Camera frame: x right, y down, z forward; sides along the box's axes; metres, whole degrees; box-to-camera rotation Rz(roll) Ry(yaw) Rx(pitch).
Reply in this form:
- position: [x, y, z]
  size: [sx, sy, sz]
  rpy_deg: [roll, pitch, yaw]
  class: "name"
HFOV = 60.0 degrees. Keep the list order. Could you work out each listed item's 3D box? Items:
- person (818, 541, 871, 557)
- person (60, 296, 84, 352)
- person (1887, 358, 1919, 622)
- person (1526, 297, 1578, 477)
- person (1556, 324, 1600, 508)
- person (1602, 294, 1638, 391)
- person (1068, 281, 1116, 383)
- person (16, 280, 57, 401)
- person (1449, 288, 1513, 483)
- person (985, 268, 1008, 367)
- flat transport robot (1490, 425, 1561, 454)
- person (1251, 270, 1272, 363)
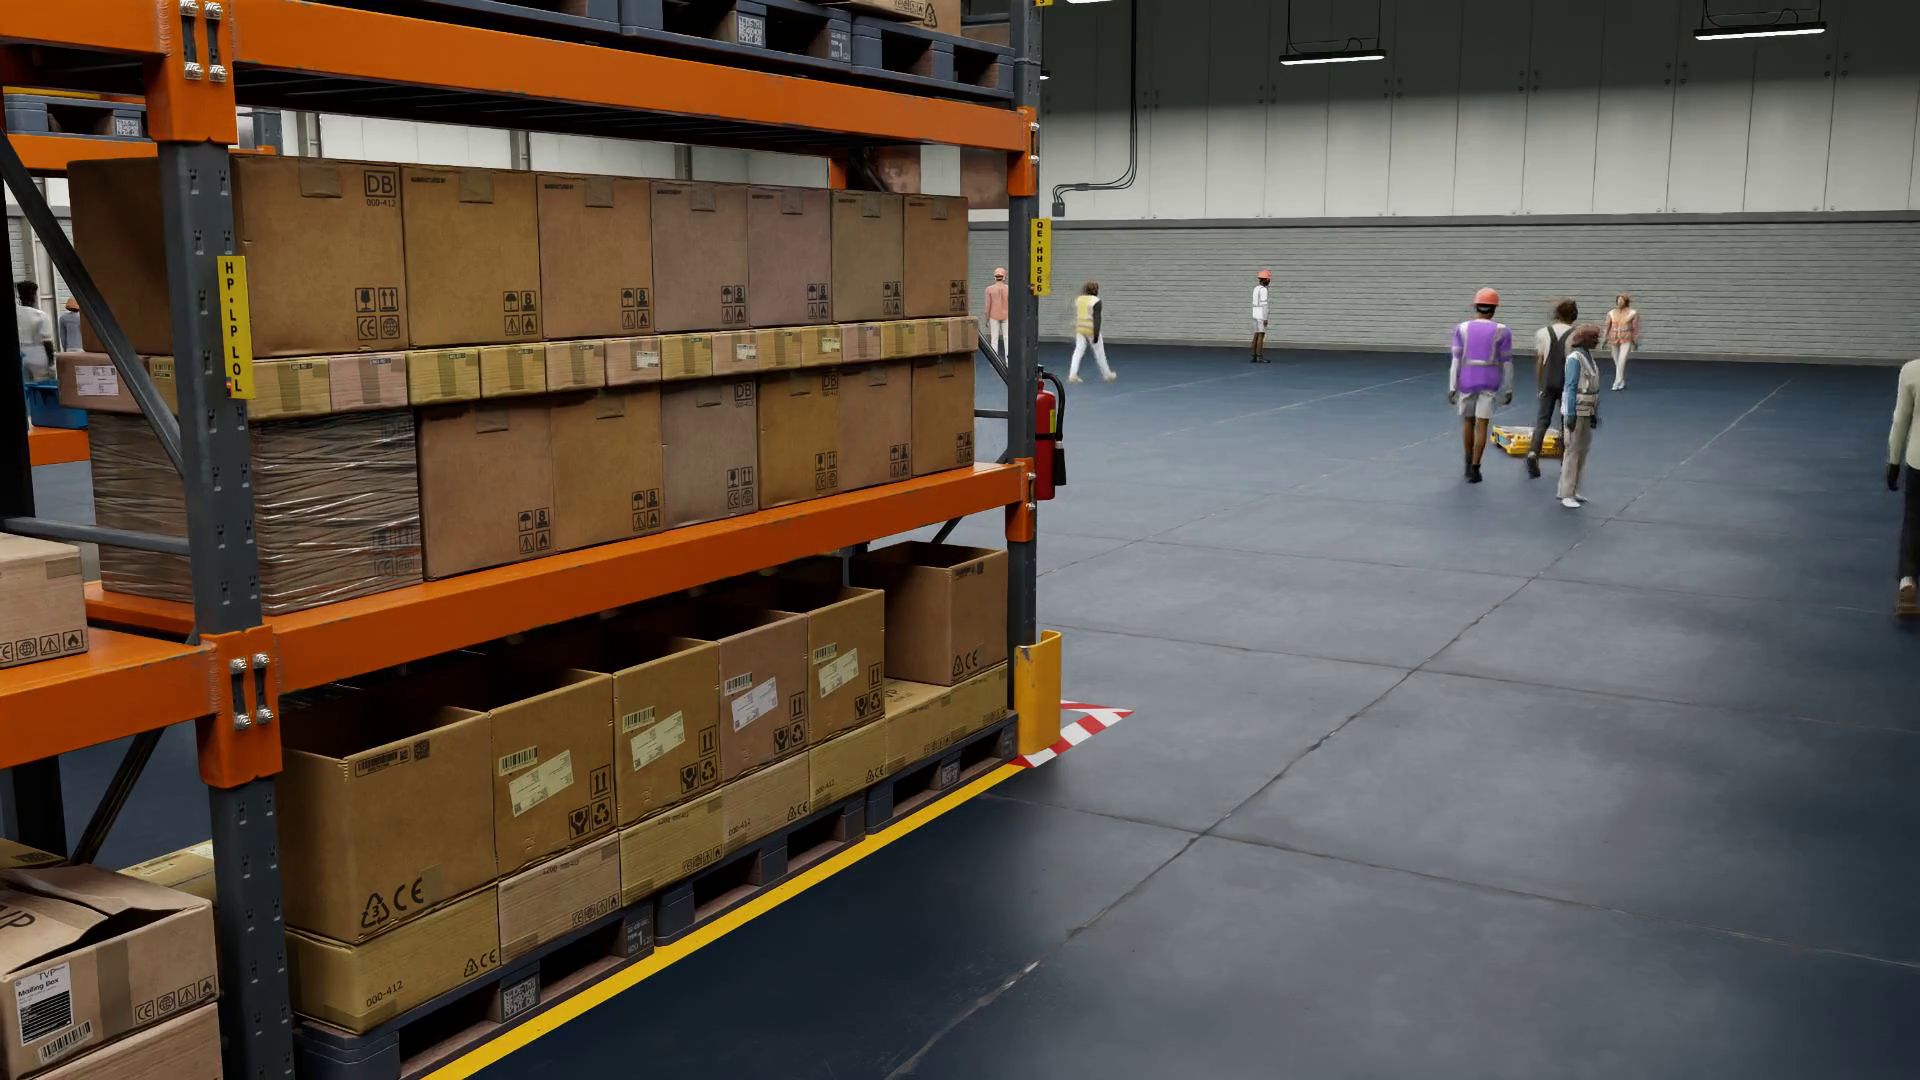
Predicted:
- position: [-0.662, -0.122, 9.148]
  size: [0.858, 1.588, 0.546]
  rpy_deg: [-4, 11, -24]
  class: "person"
- position: [-13.344, -2.876, 25.169]
  size: [0.506, 1.632, 0.268]
  rpy_deg: [2, 10, 9]
  class: "person"
- position: [5.973, -0.469, 10.110]
  size: [0.622, 1.965, 0.873]
  rpy_deg: [7, 12, 37]
  class: "person"
- position: [6.035, -1.539, 16.797]
  size: [0.514, 1.823, 0.847]
  rpy_deg: [7, 12, 36]
  class: "person"
- position: [5.510, -1.108, 14.861]
  size: [0.348, 1.621, 0.601]
  rpy_deg: [8, 12, 38]
  class: "person"
- position: [11.024, -3.297, 27.716]
  size: [0.529, 1.602, 0.819]
  rpy_deg: [8, 13, 40]
  class: "person"
- position: [2.307, -3.649, 29.253]
  size: [1.004, 1.790, 0.631]
  rpy_deg: [-8, 13, -39]
  class: "person"
- position: [-11.239, -2.159, 20.057]
  size: [0.618, 1.947, 0.652]
  rpy_deg: [0, 10, 2]
  class: "person"
- position: [5.225, -1.549, 16.599]
  size: [0.579, 1.898, 0.897]
  rpy_deg: [5, 11, 27]
  class: "person"
- position: [0.805, -4.467, 33.433]
  size: [0.614, 1.990, 0.392]
  rpy_deg: [0, 10, -3]
  class: "person"
- position: [6.536, -1.156, 19.078]
  size: [0.652, 0.197, 1.431]
  rpy_deg: [2, 10, 9]
  class: "flat transport robot"
- position: [6.309, -4.661, 34.738]
  size: [0.374, 1.934, 0.549]
  rpy_deg: [-2, 10, -11]
  class: "person"
